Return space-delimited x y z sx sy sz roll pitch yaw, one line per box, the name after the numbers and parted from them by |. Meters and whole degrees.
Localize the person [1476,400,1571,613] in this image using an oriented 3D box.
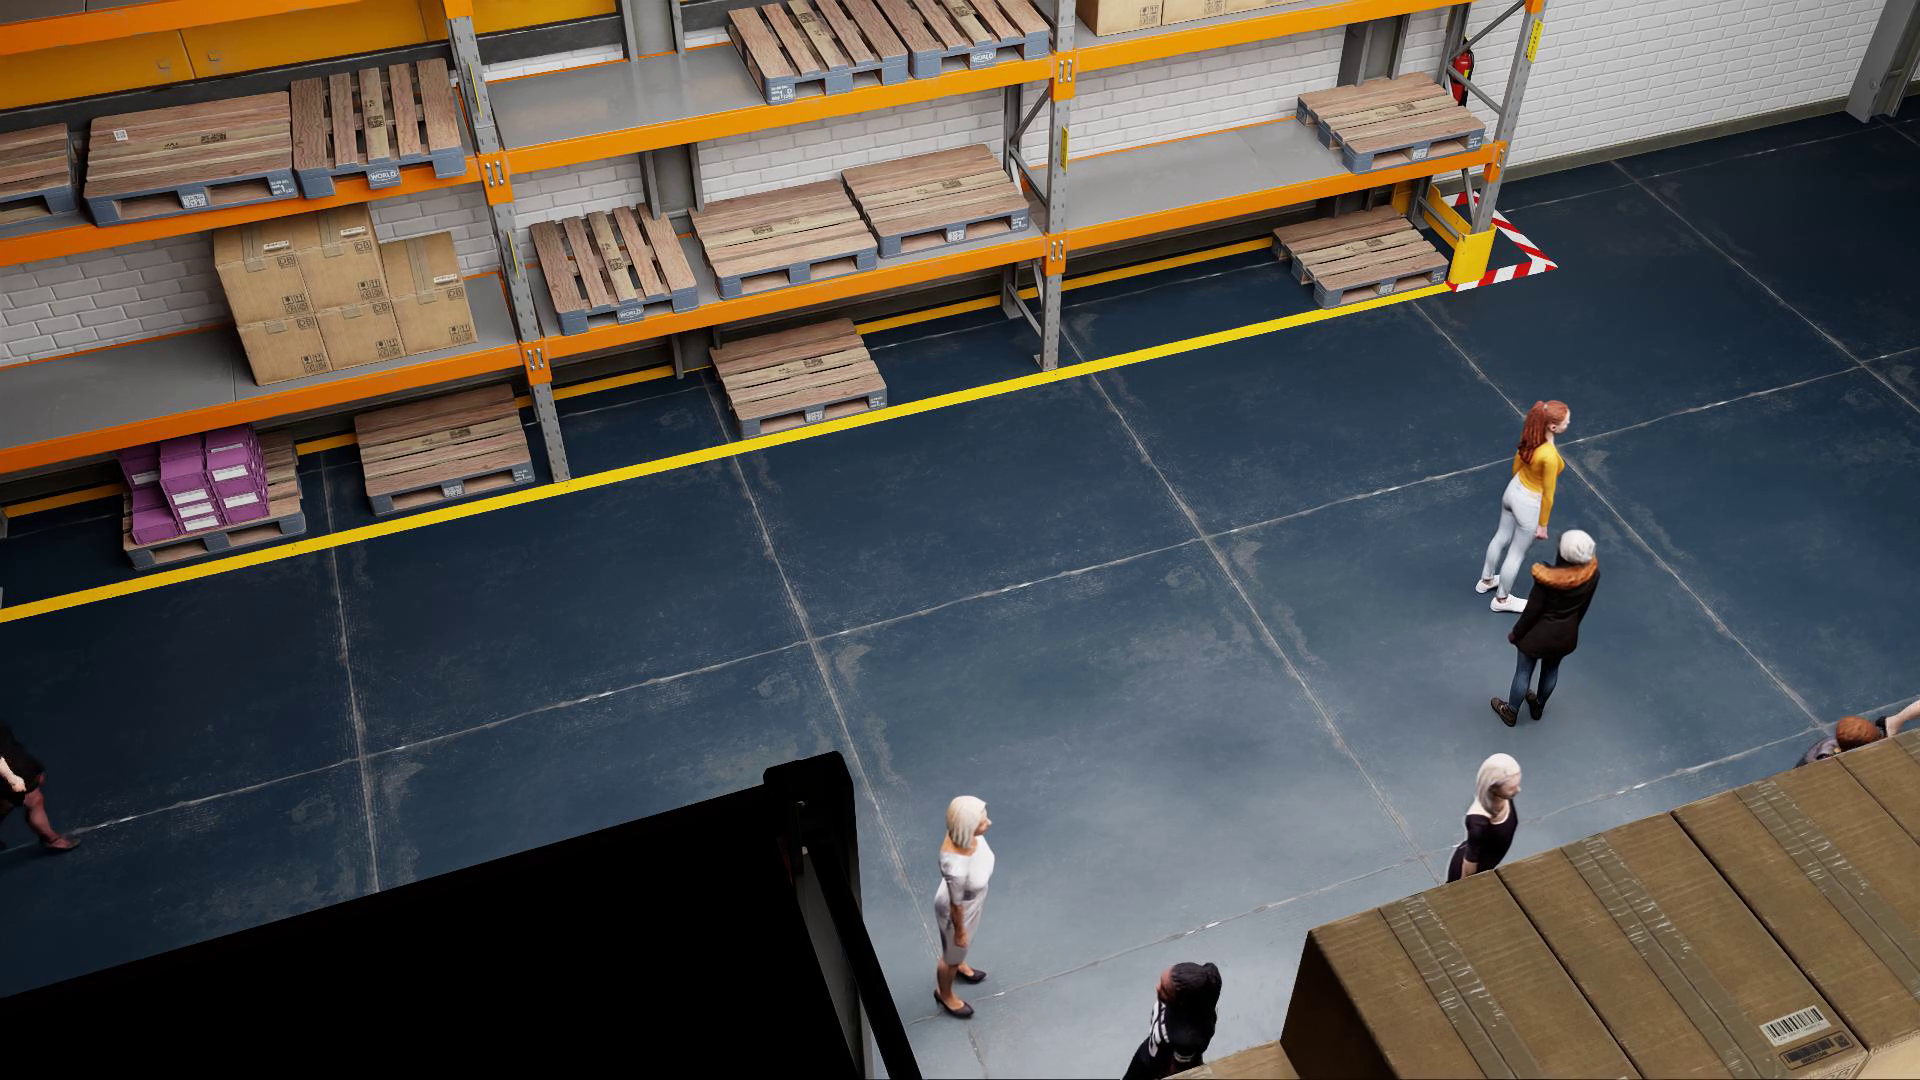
3.782 -0.236 11.133 0.573 1.750 0.621 -9 44 -9 | person

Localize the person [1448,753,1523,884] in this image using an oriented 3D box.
2.750 1.775 8.965 0.715 1.829 0.649 19 47 19 | person

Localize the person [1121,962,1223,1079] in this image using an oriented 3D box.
1.127 2.596 8.197 1.117 1.700 0.796 -5 44 -5 | person

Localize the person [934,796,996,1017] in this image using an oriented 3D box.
0.000 1.940 8.855 0.682 1.743 0.649 11 45 11 | person

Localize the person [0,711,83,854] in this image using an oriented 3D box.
-5.580 1.320 9.540 0.781 1.694 0.643 -20 47 -20 | person

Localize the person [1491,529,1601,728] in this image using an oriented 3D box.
3.678 0.550 10.390 0.587 1.637 0.718 -8 44 -9 | person

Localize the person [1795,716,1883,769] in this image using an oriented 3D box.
4.778 1.508 9.541 0.972 1.420 0.816 9 44 9 | person
